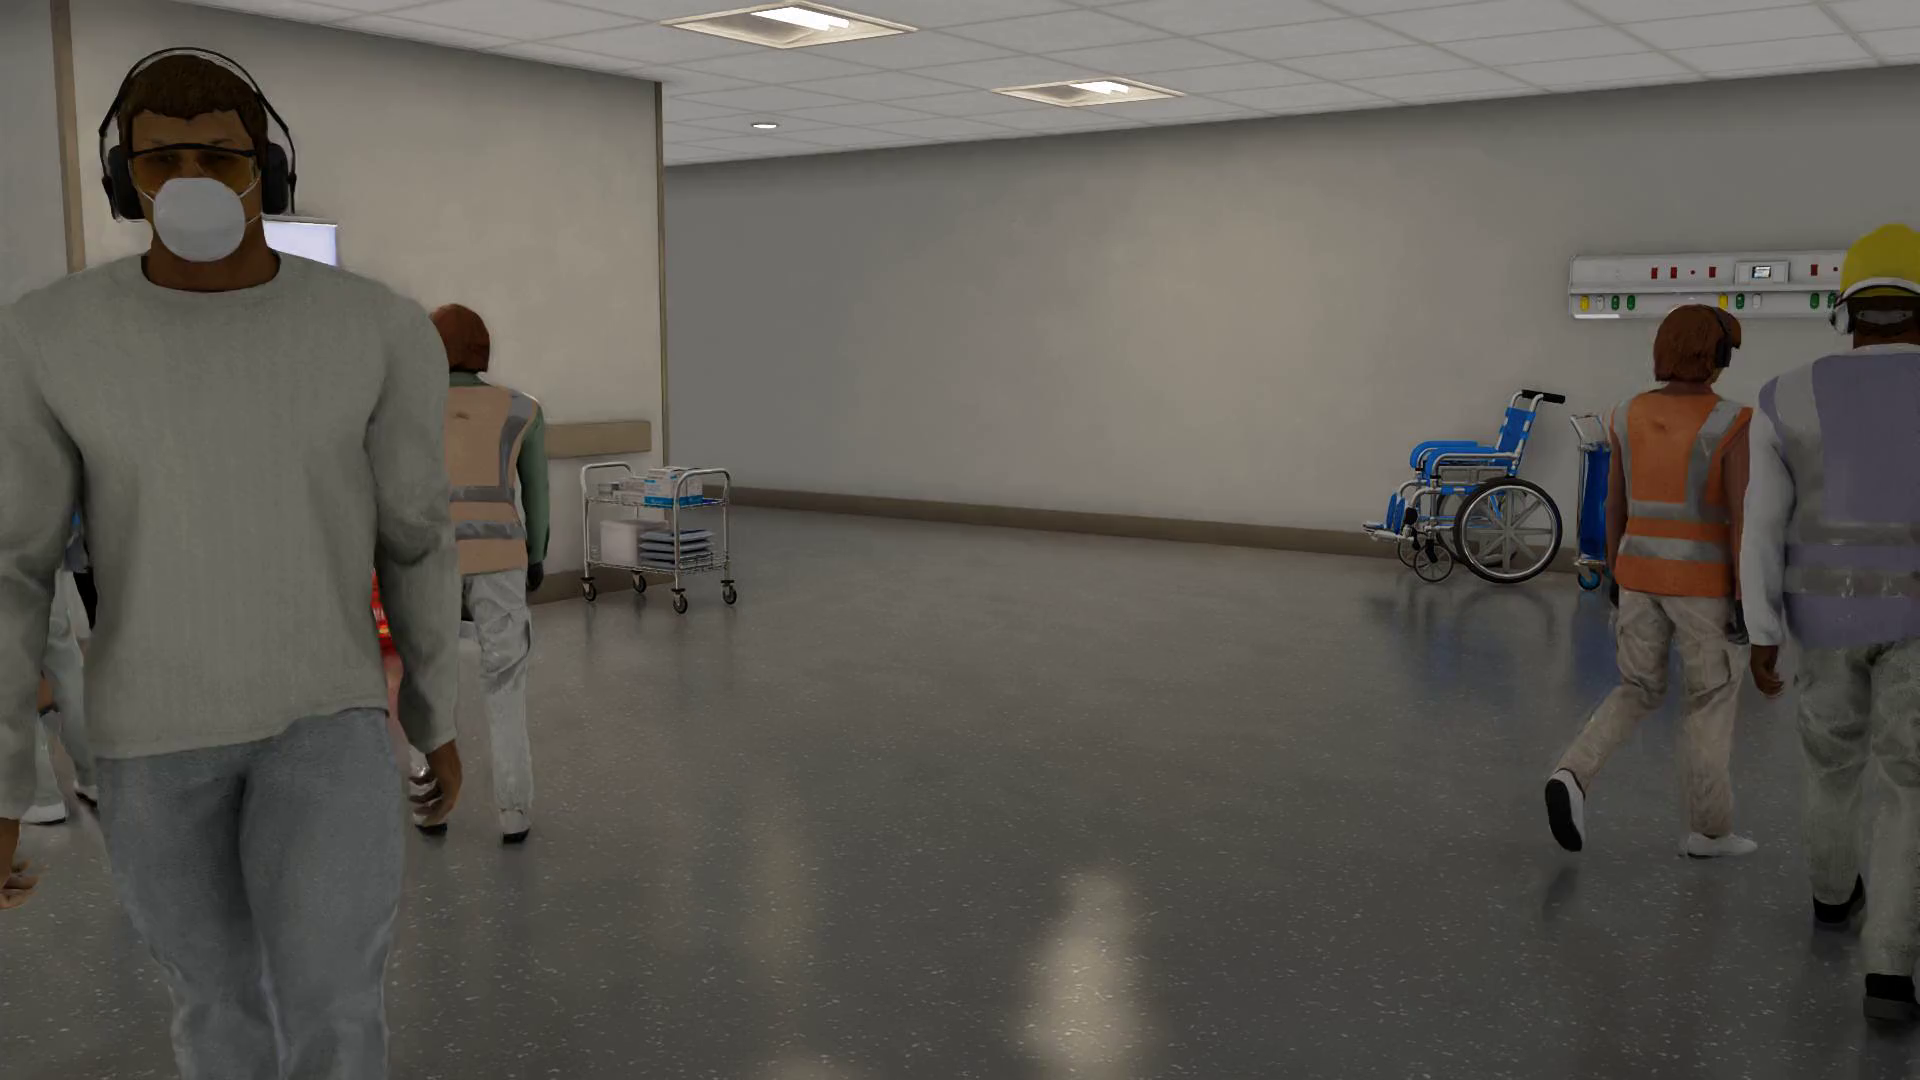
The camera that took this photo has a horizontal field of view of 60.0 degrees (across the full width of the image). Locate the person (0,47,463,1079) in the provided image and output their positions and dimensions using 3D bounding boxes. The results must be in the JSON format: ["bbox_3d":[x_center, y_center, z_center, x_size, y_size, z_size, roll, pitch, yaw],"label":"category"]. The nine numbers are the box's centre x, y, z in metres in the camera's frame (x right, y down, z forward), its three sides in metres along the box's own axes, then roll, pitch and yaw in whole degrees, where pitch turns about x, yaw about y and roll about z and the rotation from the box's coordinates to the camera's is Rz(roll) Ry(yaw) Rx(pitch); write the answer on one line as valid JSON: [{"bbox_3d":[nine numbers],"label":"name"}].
[{"bbox_3d":[-1.001,0.300,2.271,0.659,1.895,0.949,-3,8,-21],"label":"person"}]

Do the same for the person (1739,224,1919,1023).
[{"bbox_3d":[2.159,0.164,3.889,0.604,1.789,0.952,4,8,32],"label":"person"}]

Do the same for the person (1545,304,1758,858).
[{"bbox_3d":[2.017,0.138,4.765,0.618,1.621,0.531,-4,8,-28],"label":"person"}]

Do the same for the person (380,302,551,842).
[{"bbox_3d":[-1.486,0.103,5.019,0.529,1.633,0.408,-3,8,-20],"label":"person"}]

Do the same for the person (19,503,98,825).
[{"bbox_3d":[-2.995,-0.045,5.128,0.435,1.891,0.637,6,9,38],"label":"person"}]
